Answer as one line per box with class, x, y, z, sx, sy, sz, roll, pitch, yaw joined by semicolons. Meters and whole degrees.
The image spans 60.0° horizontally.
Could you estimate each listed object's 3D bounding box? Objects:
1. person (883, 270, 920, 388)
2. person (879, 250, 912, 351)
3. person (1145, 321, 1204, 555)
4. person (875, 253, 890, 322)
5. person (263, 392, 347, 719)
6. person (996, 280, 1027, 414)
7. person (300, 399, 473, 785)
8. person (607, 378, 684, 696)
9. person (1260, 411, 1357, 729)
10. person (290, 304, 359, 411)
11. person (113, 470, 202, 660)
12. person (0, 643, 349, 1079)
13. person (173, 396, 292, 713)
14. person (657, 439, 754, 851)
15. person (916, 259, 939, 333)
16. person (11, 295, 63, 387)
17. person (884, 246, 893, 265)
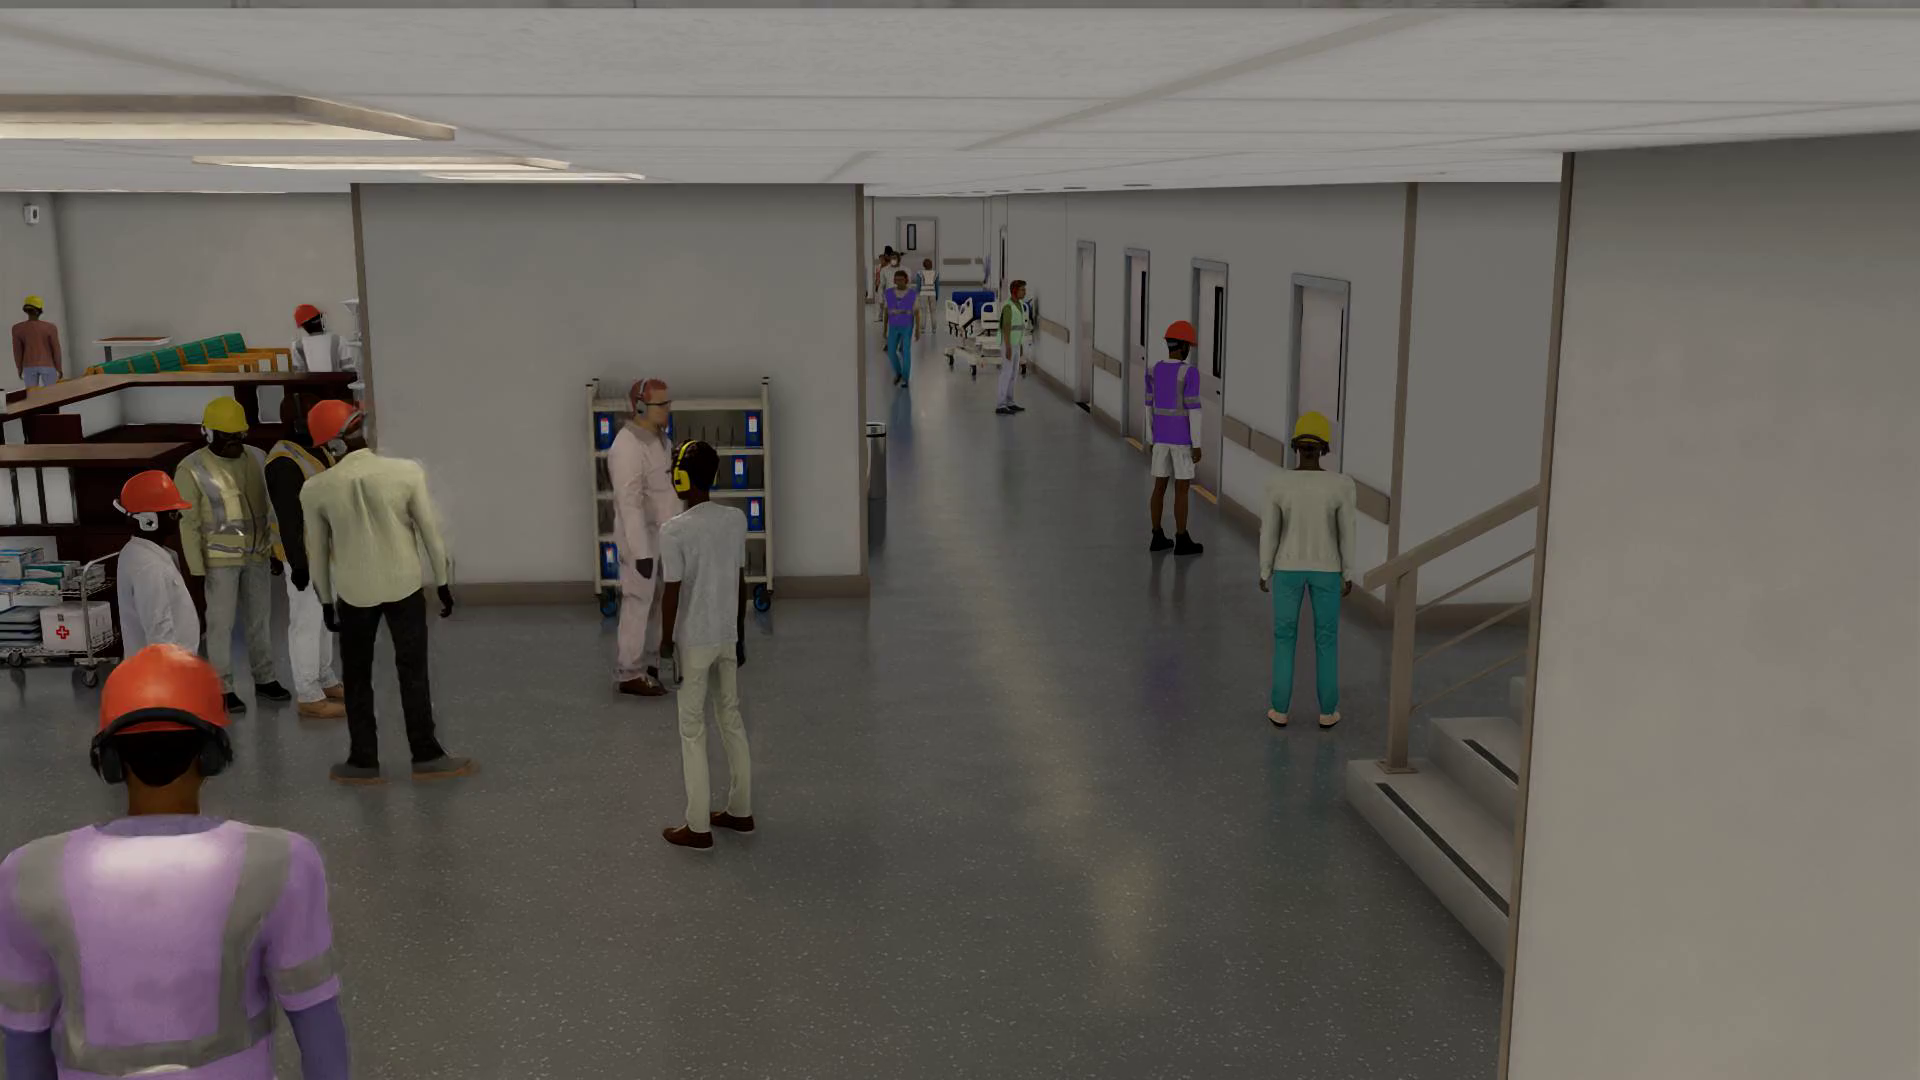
person;-0.909;-3.302;26.011;0.605;1.826;0.444;3;12;12
person;-1.253;-4.634;32.257;0.636;1.938;0.358;2;12;7
person;1.786;-0.842;13.751;0.372;1.928;0.543;-11;16;-44
person;-1.815;-6.055;39.939;0.514;1.639;0.310;7;14;31
person;-3.667;0.081;9.448;0.429;1.846;0.633;-1;12;-5
person;0.711;-2.657;22.881;0.405;1.832;0.578;5;13;22
person;-2.856;0.264;8.340;0.758;1.948;0.390;-3;12;-13
person;-1.785;-0.003;9.753;0.576;1.886;0.673;2;12;12
person;1.916;0.170;9.202;0.524;1.769;0.315;2;12;11
person;-6.323;-1.400;16.605;0.639;1.885;0.498;-2;12;-10
person;-3.489;0.562;7.316;0.327;1.752;0.563;-7;14;-31
person;-1.591;1.221;3.450;0.648;2.018;0.508;-4;12;-17
person;-4.156;0.080;9.528;0.403;1.819;0.599;7;14;31
person;-1.160;0.472;7.509;0.322;1.862;0.512;9;15;39
person;-0.708;-5.377;36.650;0.509;1.629;0.315;-4;12;-18
person;-11.230;-2.098;20.290;0.526;1.769;0.329;-3;12;-13
person;-1.908;-7.006;44.445;0.318;1.697;0.534;-1;12;-6
